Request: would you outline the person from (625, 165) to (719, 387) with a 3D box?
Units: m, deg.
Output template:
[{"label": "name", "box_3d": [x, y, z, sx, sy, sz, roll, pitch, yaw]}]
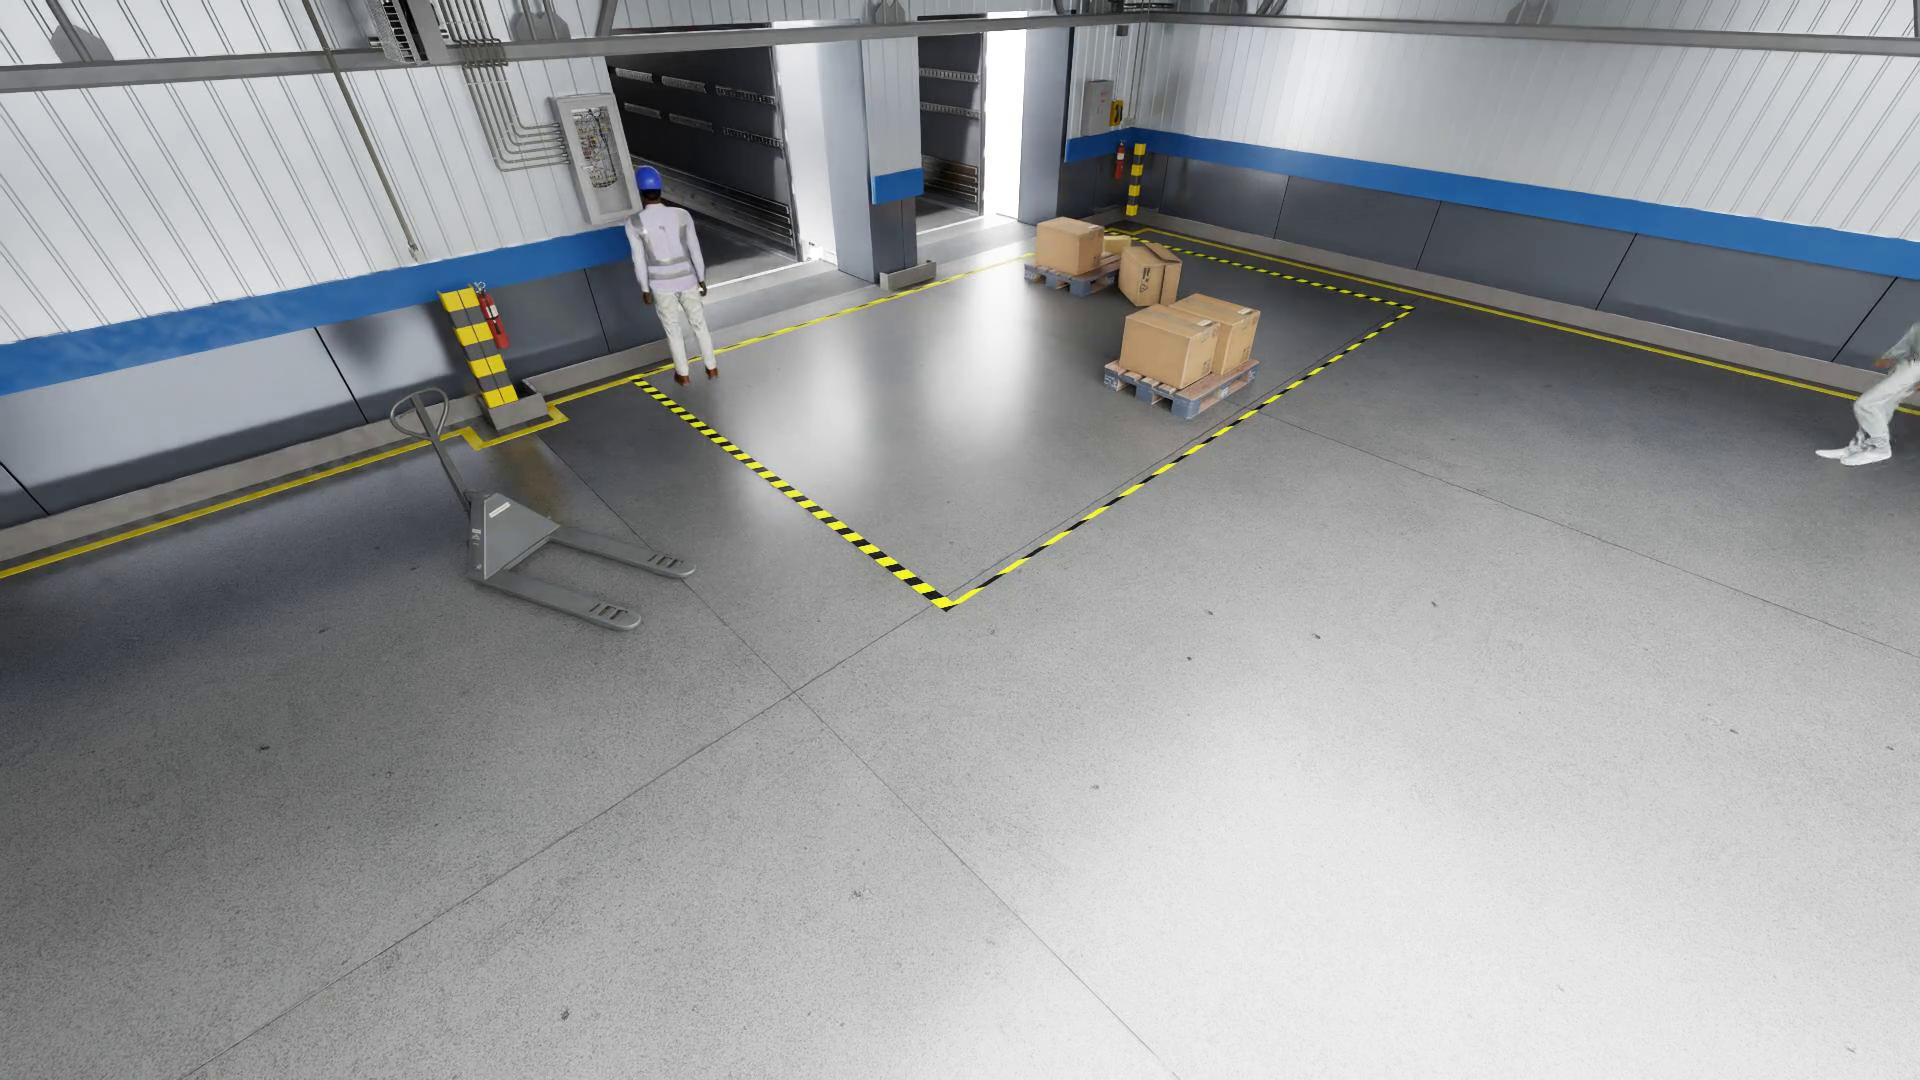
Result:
[{"label": "person", "box_3d": [-2.650, -2.381, 6.775, 0.614, 1.945, 0.402, -21, 42, -24]}]

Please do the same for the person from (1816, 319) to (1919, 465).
[{"label": "person", "box_3d": [7.319, -1.332, 5.598, 0.421, 1.732, 0.493, 23, 43, 27]}]

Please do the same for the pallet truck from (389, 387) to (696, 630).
[{"label": "pallet truck", "box_3d": [-2.613, -0.247, 4.593, 1.601, 1.201, 0.680, 14, 40, 17]}]
